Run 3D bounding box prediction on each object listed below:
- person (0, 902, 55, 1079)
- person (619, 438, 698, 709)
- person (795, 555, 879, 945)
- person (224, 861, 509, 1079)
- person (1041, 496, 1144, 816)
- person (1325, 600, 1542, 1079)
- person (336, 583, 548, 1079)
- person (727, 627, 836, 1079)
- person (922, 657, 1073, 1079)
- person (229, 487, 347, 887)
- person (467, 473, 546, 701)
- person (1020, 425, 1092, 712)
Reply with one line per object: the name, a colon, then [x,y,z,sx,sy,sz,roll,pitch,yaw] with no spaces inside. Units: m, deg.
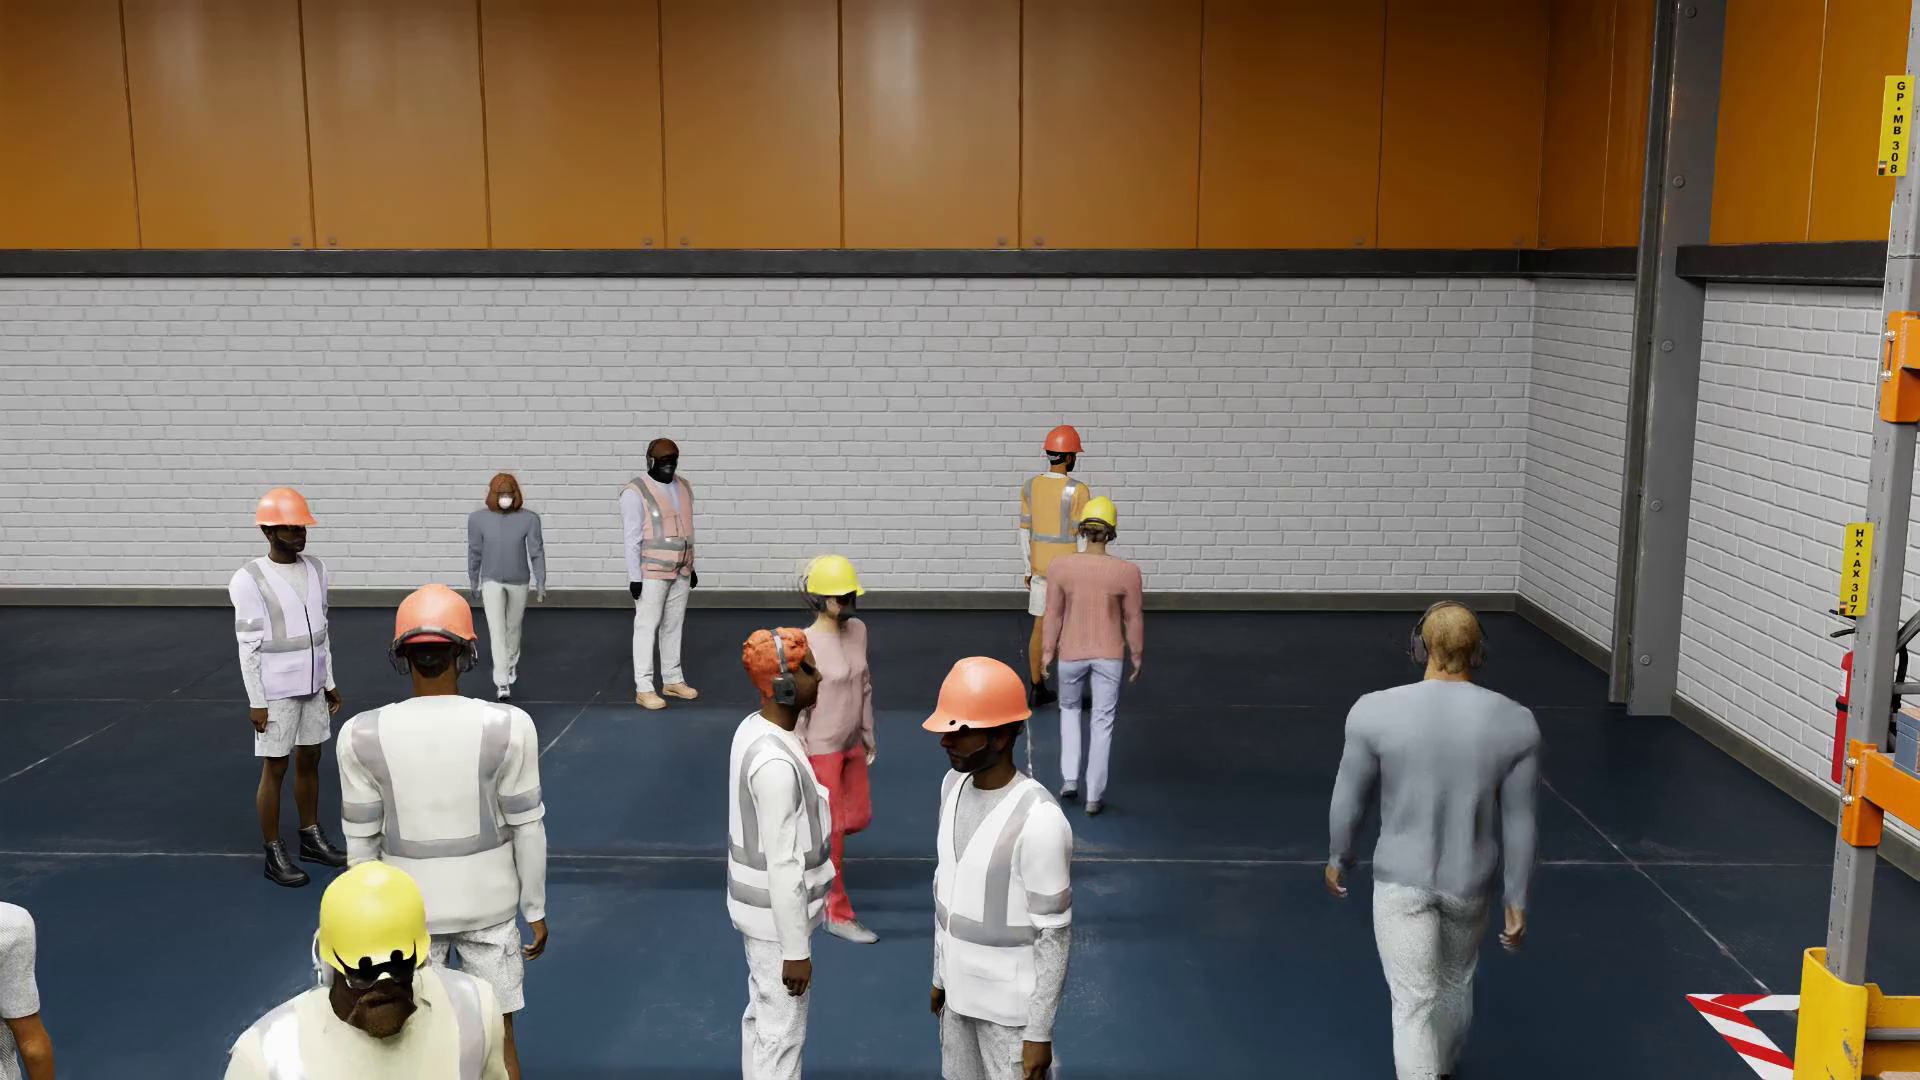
person: [-2.397,1.449,3.954,0.515,1.856,0.329,-3,10,-16]
person: [-2.024,0.217,11.377,0.429,1.840,0.630,6,11,34]
person: [-0.617,0.914,7.448,0.579,1.750,0.535,6,11,30]
person: [-1.243,1.537,3.566,0.590,1.810,0.473,-8,12,-39]
person: [0.731,0.630,9.140,0.562,1.749,0.437,2,10,11]
person: [1.596,1.136,5.720,0.656,1.893,0.985,0,9,2]
person: [-1.602,1.144,5.228,0.607,2.039,0.380,-2,10,-10]
person: [-0.563,1.205,5.326,0.354,1.884,0.576,-2,10,-14]
person: [0.072,1.278,4.726,0.360,1.935,0.552,-6,11,-33]
person: [-3.264,0.705,8.146,0.349,1.942,0.545,4,10,23]
person: [-3.168,0.304,11.646,0.514,1.570,0.946,-3,10,-19]
person: [0.673,0.189,11.248,0.551,1.935,0.375,7,12,38]
